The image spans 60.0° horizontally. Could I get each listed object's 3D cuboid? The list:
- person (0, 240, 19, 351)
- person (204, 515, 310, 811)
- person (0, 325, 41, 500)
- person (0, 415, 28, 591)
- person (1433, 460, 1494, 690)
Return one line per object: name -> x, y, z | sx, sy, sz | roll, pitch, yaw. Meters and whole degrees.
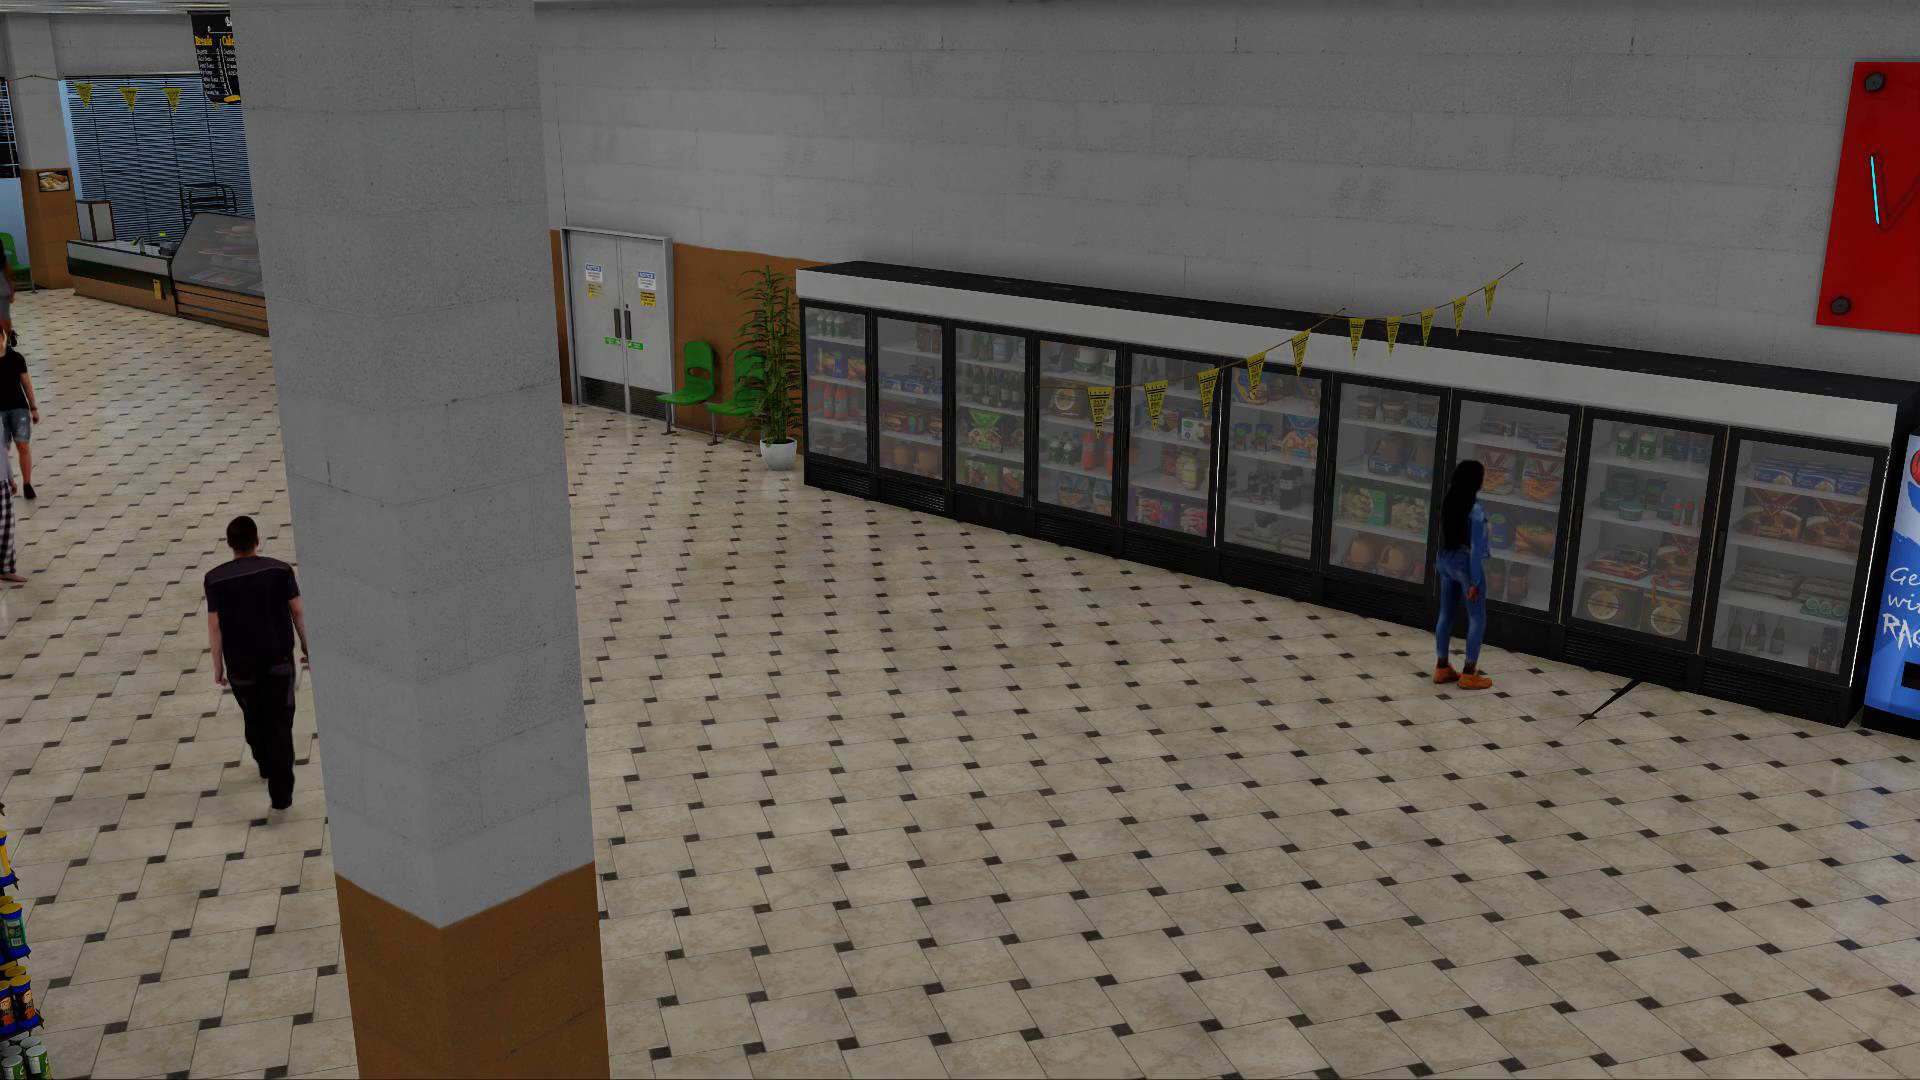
person -> -14.273, -3.623, 24.761 | 0.646, 1.762, 0.806 | 13, 21, 37
person -> -4.262, 0.788, 10.169 | 1.276, 1.800, 1.186 | -6, 18, -19
person -> -9.831, -1.341, 17.134 | 0.953, 1.827, 0.900 | -13, 21, -37
person -> -8.389, -0.499, 14.326 | 0.756, 1.847, 0.595 | 7, 18, 21
person -> 3.580, 0.249, 12.106 | 0.769, 1.706, 0.738 | -6, 18, -19
